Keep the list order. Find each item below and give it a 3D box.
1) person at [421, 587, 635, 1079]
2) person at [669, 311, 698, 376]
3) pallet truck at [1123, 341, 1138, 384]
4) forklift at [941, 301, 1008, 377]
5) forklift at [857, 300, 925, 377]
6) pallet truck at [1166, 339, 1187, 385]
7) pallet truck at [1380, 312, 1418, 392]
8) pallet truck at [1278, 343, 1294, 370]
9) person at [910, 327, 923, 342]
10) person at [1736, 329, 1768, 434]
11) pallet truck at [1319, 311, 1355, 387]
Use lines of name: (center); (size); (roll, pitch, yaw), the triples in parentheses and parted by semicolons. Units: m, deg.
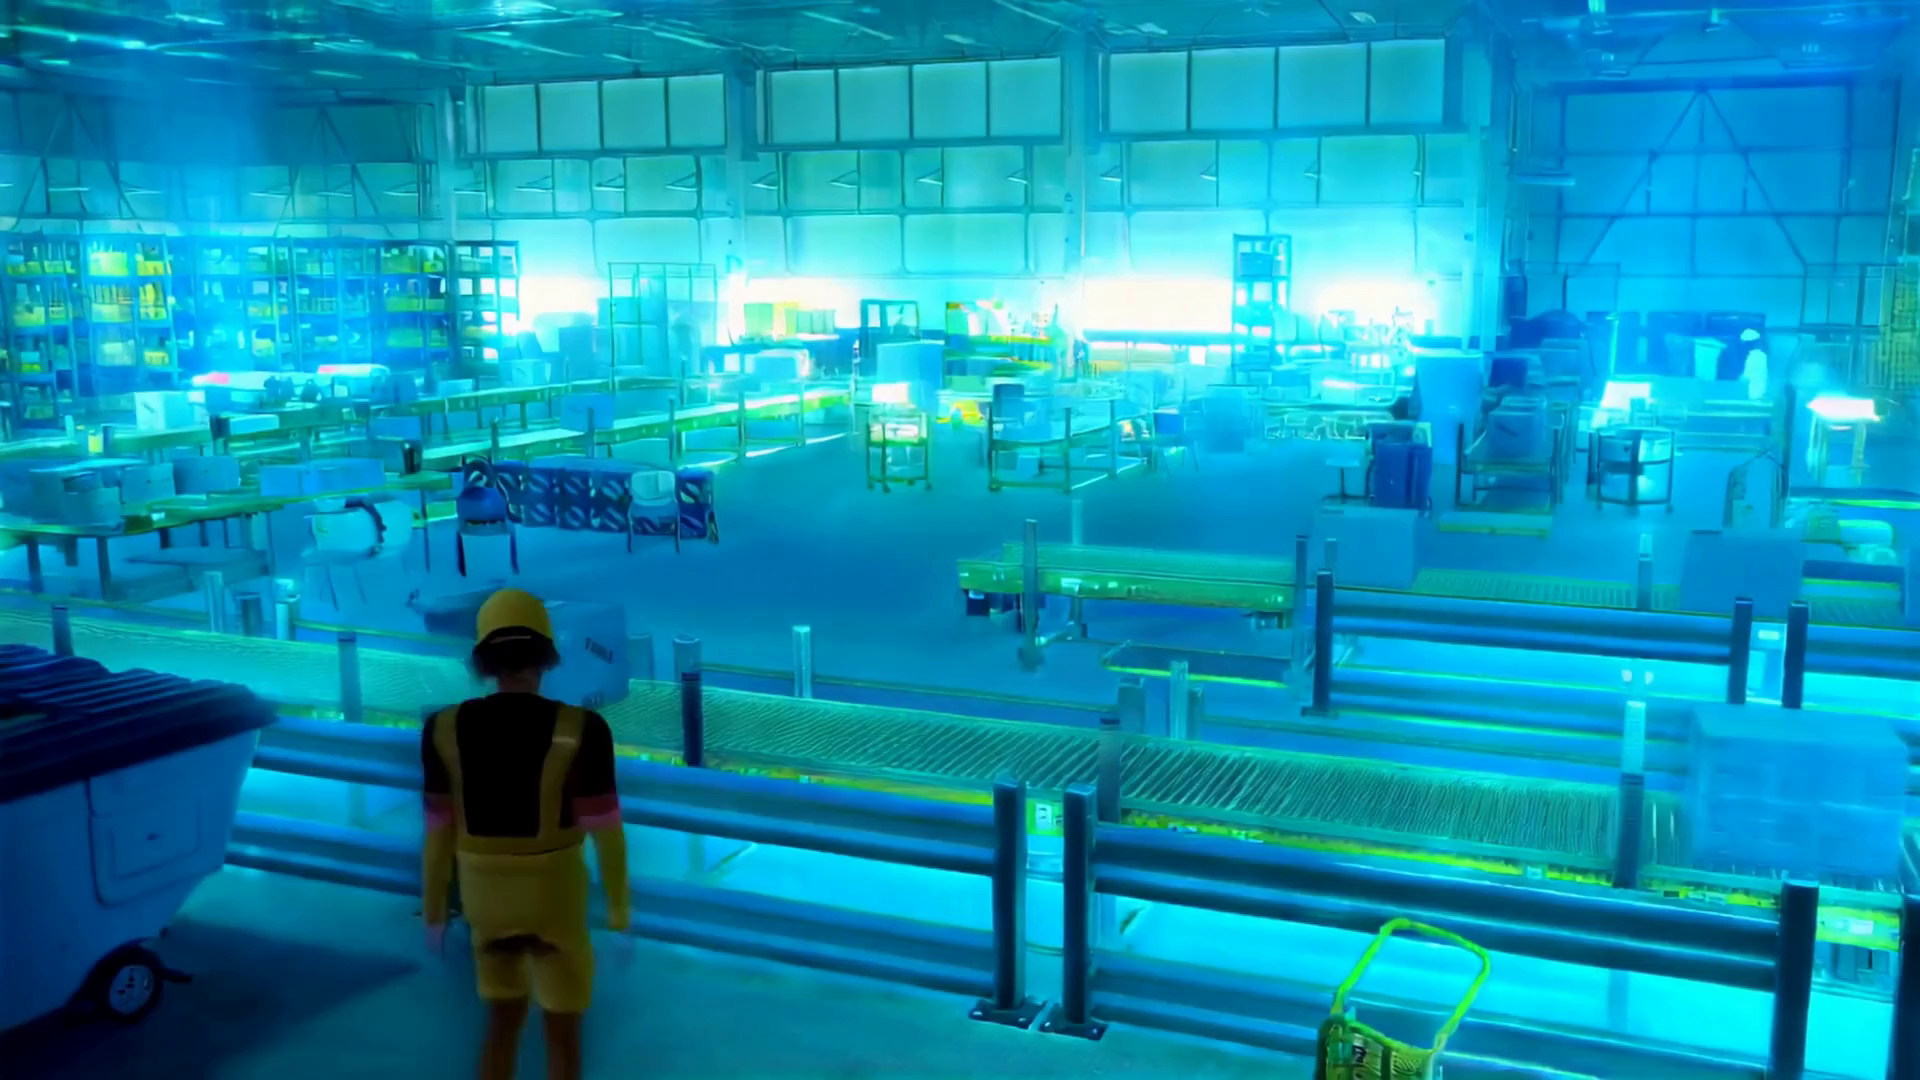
person: (-1.378, 1.167, 5.295); (0.702, 2.015, 0.585); (1, 9, 6)
person: (-6.838, -4.667, 40.942); (1.013, 1.912, 0.670); (9, 13, 43)
pallet truck: (4.445, -4.380, 41.279); (0.680, 1.201, 1.601); (4, 10, 22)
forklift: (0.365, -4.966, 41.571); (1.157, 1.987, 2.680); (3, 10, 20)
forklift: (-1.732, -5.109, 42.468); (1.157, 1.987, 2.680); (4, 10, 22)
pallet truck: (5.418, -4.269, 40.420); (0.704, 1.261, 1.522); (3, 10, 20)
pallet truck: (10.207, -4.283, 38.369); (0.823, 1.965, 1.885); (3, 10, 20)
pallet truck: (7.886, -4.163, 39.743); (0.653, 1.274, 1.630); (4, 10, 22)
person: (-0.827, -3.618, 35.094); (0.782, 1.740, 0.521); (-2, 10, -14)
person: (12.899, -2.456, 27.298); (0.960, 1.993, 0.633); (8, 12, 41)
pallet truck: (9.071, -4.419, 39.190); (0.823, 1.965, 1.885); (5, 10, 26)
